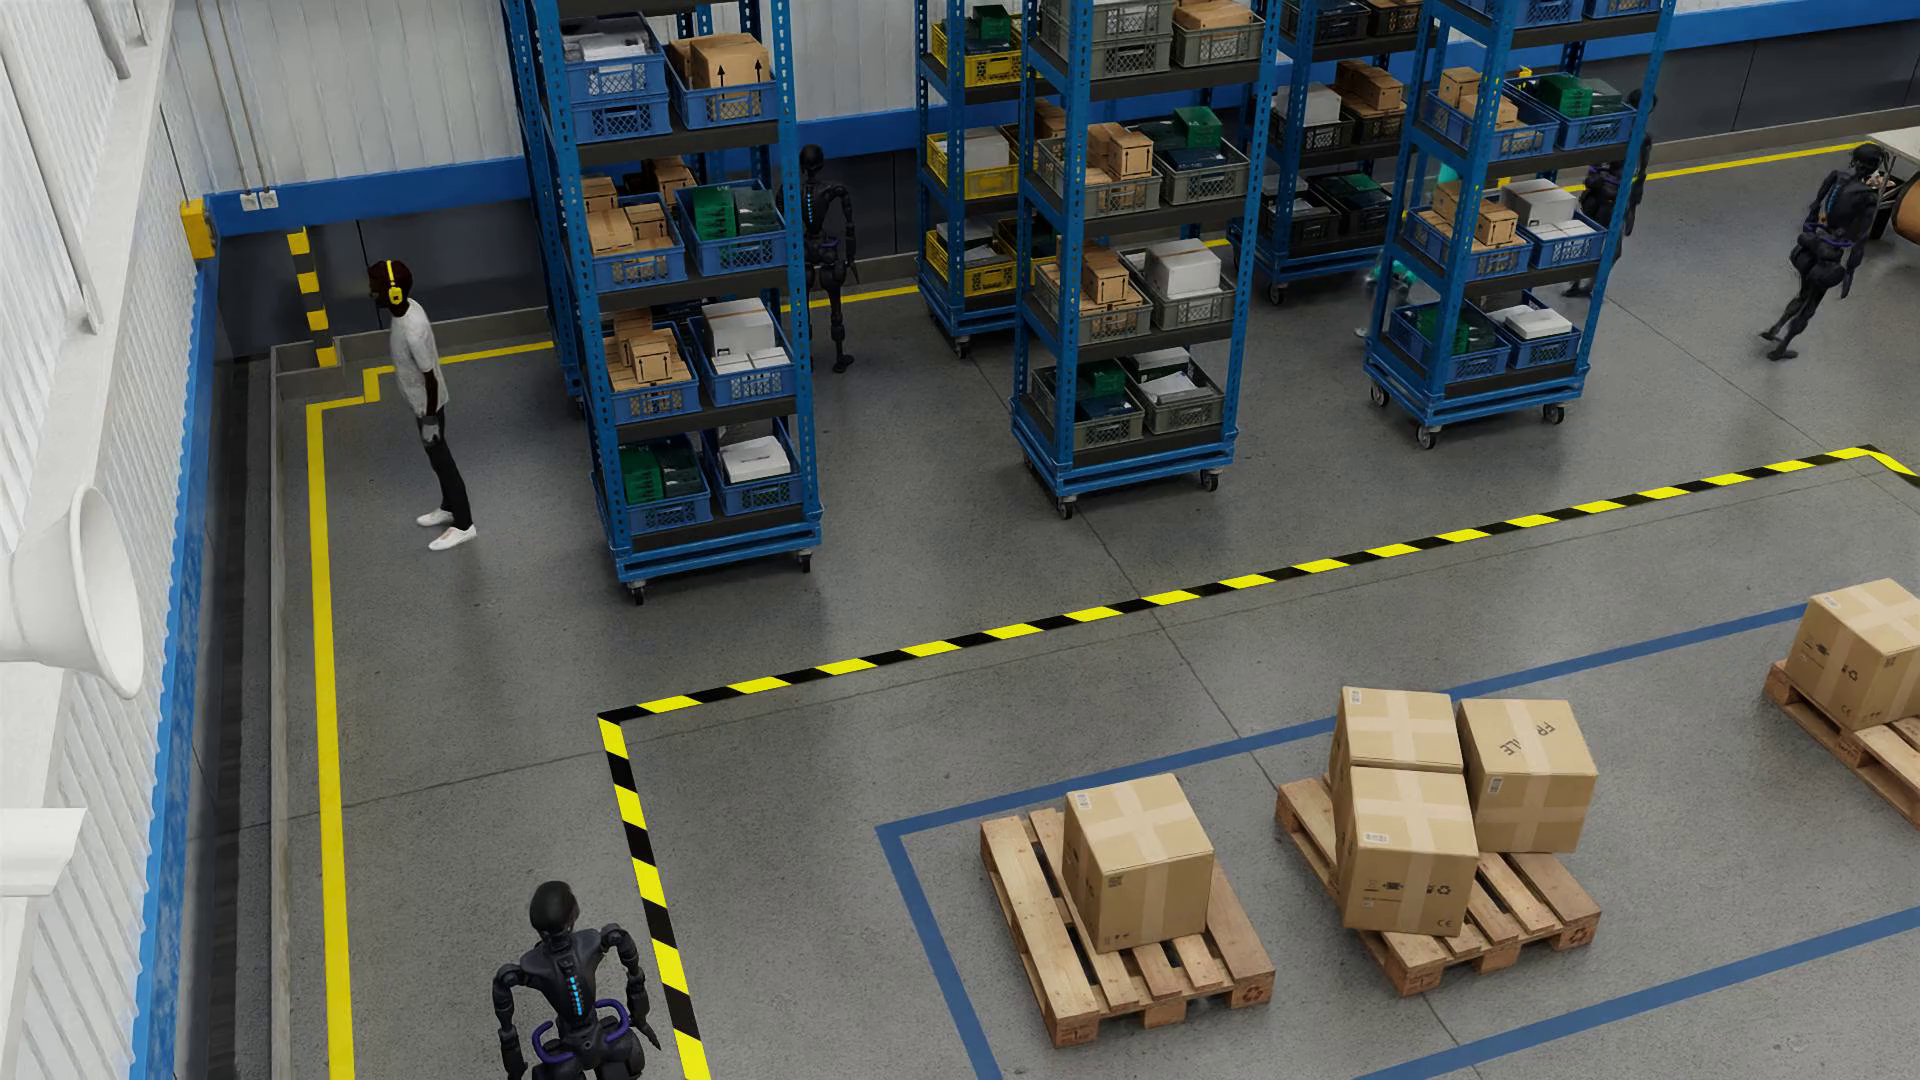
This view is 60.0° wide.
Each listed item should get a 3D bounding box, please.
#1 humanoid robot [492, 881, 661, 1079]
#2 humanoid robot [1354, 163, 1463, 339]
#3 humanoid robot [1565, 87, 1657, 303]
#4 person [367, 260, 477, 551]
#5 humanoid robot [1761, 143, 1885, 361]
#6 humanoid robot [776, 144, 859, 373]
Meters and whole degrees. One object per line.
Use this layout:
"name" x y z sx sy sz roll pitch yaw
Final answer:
"humanoid robot" -1.402 1.891 6.140 0.599 1.655 0.315 -18 39 -23
"humanoid robot" 3.205 -2.123 11.824 1.038 1.751 0.547 0 35 1
"humanoid robot" 4.877 -2.591 12.517 0.408 1.642 0.616 -11 37 -15
"person" -3.170 -0.789 9.787 0.329 1.869 0.507 -14 38 -19
"humanoid robot" 6.056 -2.014 11.693 0.368 1.635 0.592 -9 36 -13
"humanoid robot" -1.007 -1.957 11.594 0.599 1.657 0.315 3 35 5
